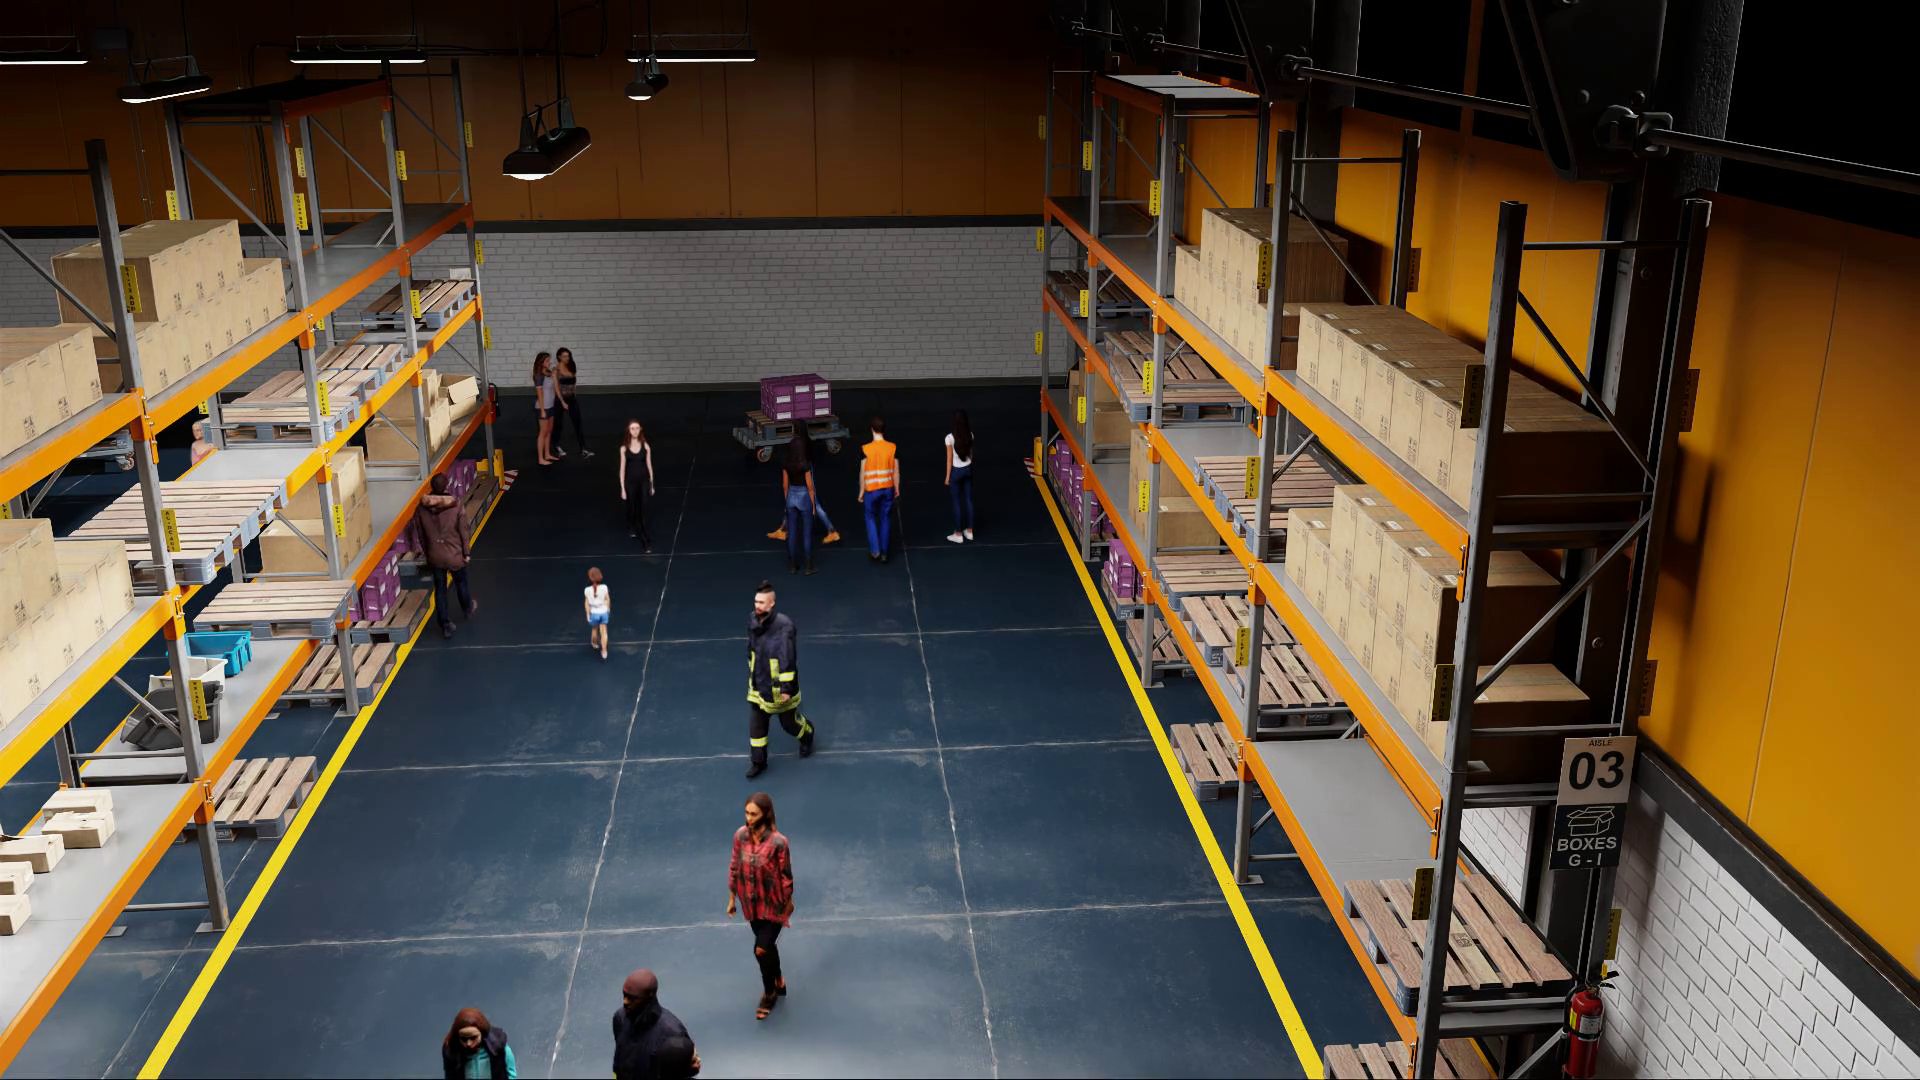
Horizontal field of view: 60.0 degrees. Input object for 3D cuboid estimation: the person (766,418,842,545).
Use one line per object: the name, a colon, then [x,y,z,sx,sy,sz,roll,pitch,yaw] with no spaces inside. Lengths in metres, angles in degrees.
person: [-1.932,-0.709,21.438,0.872,1.662,1.231,3,19,8]

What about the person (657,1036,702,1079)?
person: [-1.480,3.442,8.937,0.797,1.774,0.690,-8,20,-23]

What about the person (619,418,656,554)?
person: [-4.175,-0.734,21.423,0.777,1.718,1.156,-6,20,-17]

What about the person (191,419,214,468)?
person: [-9.649,-0.751,21.531,0.713,1.681,0.775,3,19,10]

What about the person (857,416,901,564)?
person: [-1.011,-0.607,20.805,0.823,1.872,0.839,-5,19,-13]

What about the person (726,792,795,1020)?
person: [-1.340,2.533,11.774,0.758,1.687,0.804,11,21,29]

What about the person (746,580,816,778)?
person: [-1.667,1.247,15.365,1.067,1.831,1.204,9,21,25]

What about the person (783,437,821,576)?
person: [-1.980,-0.424,20.470,0.644,1.740,0.658,7,20,20]

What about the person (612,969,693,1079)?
person: [-1.679,3.230,9.559,1.170,1.780,1.321,12,22,31]

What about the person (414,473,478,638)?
person: [-5.752,0.198,18.510,0.812,1.812,1.059,0,19,0]

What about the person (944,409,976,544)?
person: [0.011,-0.844,21.662,0.673,1.774,0.689,-14,23,-35]

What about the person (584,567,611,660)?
person: [-3.905,0.802,17.993,0.503,0.997,0.755,-5,19,-15]

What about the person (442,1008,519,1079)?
person: [-2.759,3.323,9.742,0.614,1.486,0.720,-4,19,-13]

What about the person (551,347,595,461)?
person: [-6.102,-2.066,25.389,1.199,1.712,1.078,17,25,41]

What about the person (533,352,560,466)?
person: [-6.298,-2.005,25.188,0.711,1.724,0.564,3,19,10]
